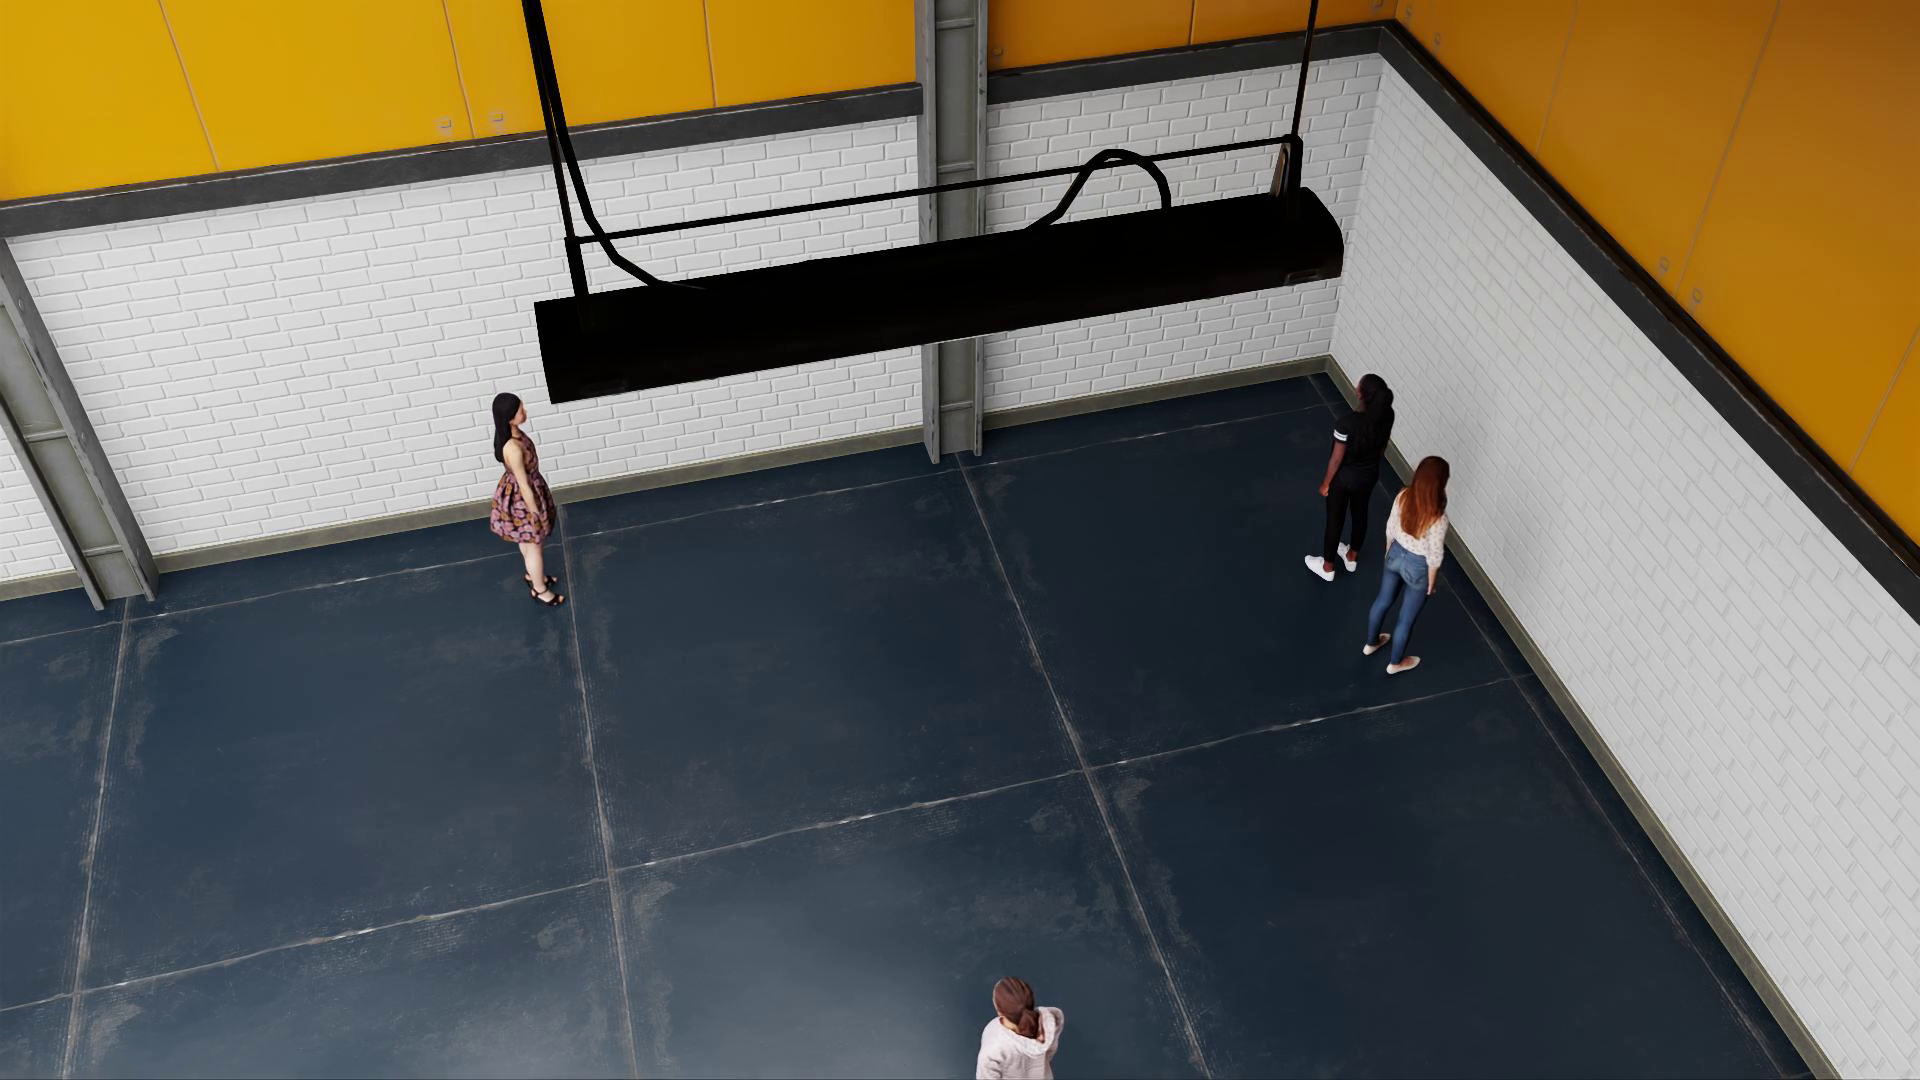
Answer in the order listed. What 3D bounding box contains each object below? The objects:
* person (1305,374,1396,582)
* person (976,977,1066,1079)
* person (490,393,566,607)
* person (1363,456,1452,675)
[{"bbox_3d":[2.661,-0.432,11.262,0.569,1.729,0.706,-18,46,-18],"label":"person"},{"bbox_3d":[0.284,2.641,8.063,0.641,1.692,0.774,-27,50,-26],"label":"person"},{"bbox_3d":[-2.878,-0.268,11.057,0.709,1.774,0.704,-17,46,-17],"label":"person"},{"bbox_3d":[2.881,0.152,10.649,0.604,1.728,0.634,-25,49,-24],"label":"person"}]
